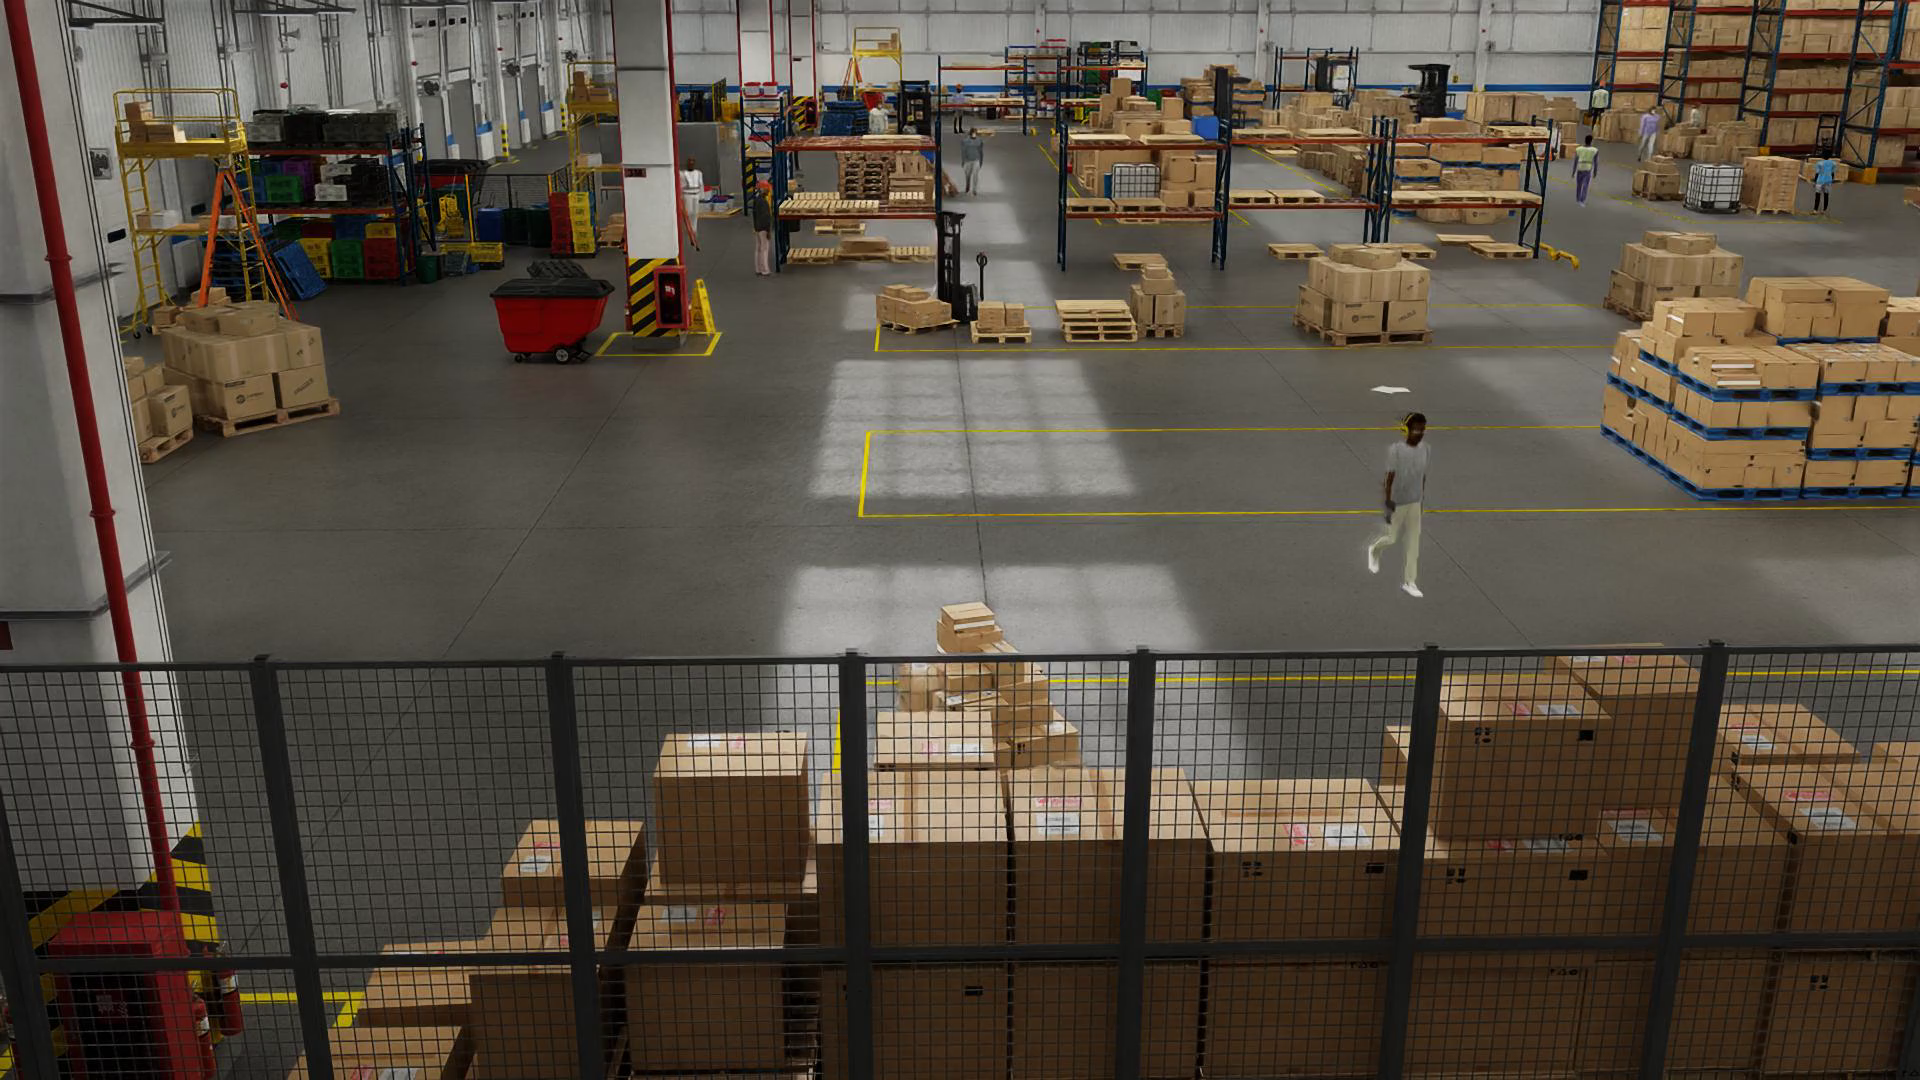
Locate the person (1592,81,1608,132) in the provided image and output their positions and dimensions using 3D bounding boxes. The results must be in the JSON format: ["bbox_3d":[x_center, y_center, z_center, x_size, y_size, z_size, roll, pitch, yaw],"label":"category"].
[{"bbox_3d":[25.801,-17.474,67.073,0.622,1.993,0.382,11,22,30],"label":"person"}]

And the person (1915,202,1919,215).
[{"bbox_3d":[25.337,-9.411,43.334,0.438,1.884,0.710,15,24,37],"label":"person"}]

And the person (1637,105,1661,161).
[{"bbox_3d":[23.103,-13.633,55.823,0.643,1.916,0.903,1,19,4],"label":"person"}]

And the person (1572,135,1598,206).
[{"bbox_3d":[17.018,-10.058,45.281,0.618,1.863,1.026,8,20,23],"label":"person"}]

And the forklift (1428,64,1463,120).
[{"bbox_3d":[18.201,-16.727,63.493,1.873,2.768,1.129,-6,20,-17],"label":"forklift"}]

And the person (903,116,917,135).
[{"bbox_3d":[-1.605,-12.778,53.546,0.480,1.733,0.339,-9,21,-24],"label":"person"}]

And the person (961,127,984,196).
[{"bbox_3d":[0.356,-10.776,47.312,0.640,1.921,0.577,-2,19,-5],"label":"person"}]

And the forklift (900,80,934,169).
[{"bbox_3d":[-1.439,-13.389,53.591,1.129,2.768,1.873,-2,19,-6],"label":"forklift"}]

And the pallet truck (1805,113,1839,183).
[{"bbox_3d":[26.403,-11.957,50.702,0.823,1.965,1.885,6,19,16],"label":"pallet truck"}]

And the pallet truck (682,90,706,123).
[{"bbox_3d":[-9.671,-15.907,62.421,0.823,1.965,1.885,5,19,15],"label":"pallet truck"}]

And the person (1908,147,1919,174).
[{"bbox_3d":[30.517,-12.509,52.486,1.024,1.913,0.623,-3,19,-8],"label":"person"}]

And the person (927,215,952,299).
[{"bbox_3d":[-0.285,-5.094,30.605,0.583,1.827,0.647,-10,21,-28],"label":"person"}]

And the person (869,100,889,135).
[{"bbox_3d":[-2.803,-14.295,57.788,0.650,1.892,0.977,-3,19,-9],"label":"person"}]

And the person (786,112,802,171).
[{"bbox_3d":[-5.370,-12.793,53.423,0.506,1.843,0.351,8,20,21],"label":"person"}]

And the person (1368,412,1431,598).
[{"bbox_3d":[4.429,-0.404,16.665,0.523,1.852,0.782,-6,19,-16],"label":"person"}]

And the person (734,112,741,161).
[{"bbox_3d":[-7.485,-13.664,56.341,0.373,1.623,0.510,1,19,3],"label":"person"}]

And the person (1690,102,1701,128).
[{"bbox_3d":[27.051,-15.311,61.273,0.855,1.592,0.533,2,19,7],"label":"person"}]

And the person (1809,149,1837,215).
[{"bbox_3d":[22.519,-9.331,43.373,0.534,1.700,0.318,-1,19,-3],"label":"person"}]

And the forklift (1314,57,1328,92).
[{"bbox_3d":[14.838,-18.461,68.638,1.873,2.768,1.129,0,19,-1],"label":"forklift"}]

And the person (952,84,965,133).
[{"bbox_3d":[-0.037,-17.245,66.482,0.552,1.936,0.358,-12,22,-31],"label":"person"}]

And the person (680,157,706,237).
[{"bbox_3d":[-6.355,-8.165,39.663,0.580,1.865,0.589,-12,22,-32],"label":"person"}]

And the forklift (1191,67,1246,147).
[{"bbox_3d":[9.517,-15.894,61.023,1.873,2.768,1.129,-1,19,-1],"label":"forklift"}]

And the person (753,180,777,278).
[{"bbox_3d":[-4.041,-6.392,34.204,0.392,1.991,0.612,-10,21,-28],"label":"person"}]

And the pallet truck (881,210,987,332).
[{"bbox_3d":[-0.493,-4.759,29.349,1.885,1.965,0.823,-13,23,-34],"label":"pallet truck"}]
